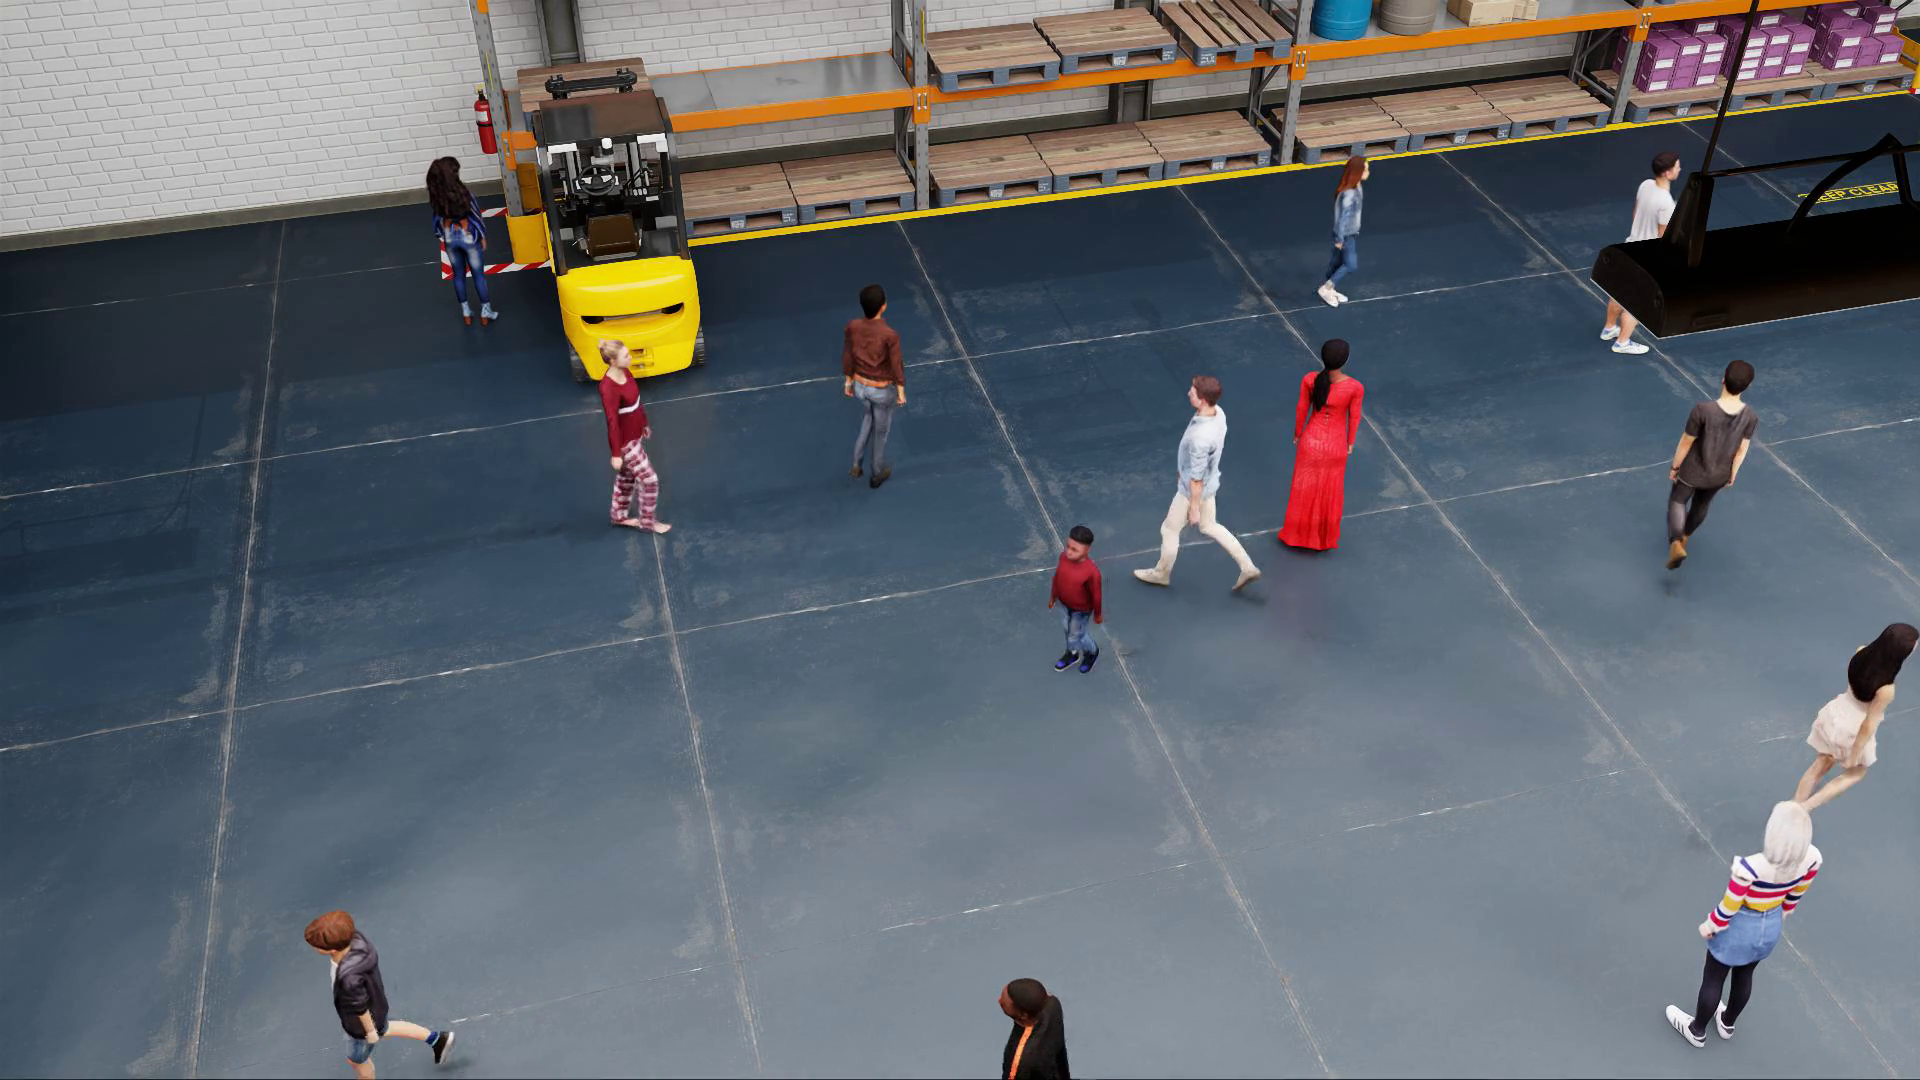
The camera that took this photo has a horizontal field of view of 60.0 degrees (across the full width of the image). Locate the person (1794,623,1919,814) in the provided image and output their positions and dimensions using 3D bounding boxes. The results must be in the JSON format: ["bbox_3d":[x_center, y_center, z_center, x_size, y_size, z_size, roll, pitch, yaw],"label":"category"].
[{"bbox_3d":[5.202,1.153,9.933,0.643,1.725,0.640,-4,39,-5],"label":"person"}]

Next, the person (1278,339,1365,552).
[{"bbox_3d":[2.654,-0.682,12.190,0.725,1.787,0.808,13,40,15],"label":"person"}]

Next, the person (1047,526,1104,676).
[{"bbox_3d":[0.843,0.381,11.284,0.635,1.245,0.598,-25,45,-28],"label":"person"}]

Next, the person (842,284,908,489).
[{"bbox_3d":[-0.701,-1.117,12.739,0.801,1.771,0.862,19,43,23],"label":"person"}]

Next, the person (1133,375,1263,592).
[{"bbox_3d":[1.766,-0.335,11.722,1.248,1.818,1.104,15,41,18],"label":"person"}]

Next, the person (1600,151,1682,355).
[{"bbox_3d":[5.916,-2.499,14.401,0.612,1.856,0.709,-5,39,-6],"label":"person"}]

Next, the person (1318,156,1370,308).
[{"bbox_3d":[3.426,-2.814,15.107,0.691,1.468,0.670,10,40,12],"label":"person"}]

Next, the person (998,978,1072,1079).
[{"bbox_3d":[0.423,2.729,7.937,1.266,1.755,1.130,16,41,19],"label":"person"}]

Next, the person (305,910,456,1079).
[{"bbox_3d":[-3.026,2.404,8.602,0.891,1.431,0.564,-12,40,-15],"label":"person"}]

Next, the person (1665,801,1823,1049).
[{"bbox_3d":[4.157,2.034,8.762,0.453,1.810,0.715,-8,39,-10],"label":"person"}]

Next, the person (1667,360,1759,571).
[{"bbox_3d":[5.408,-0.512,12.037,0.962,1.702,0.932,8,39,10],"label":"person"}]

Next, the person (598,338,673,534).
[{"bbox_3d":[-2.558,-0.763,12.368,0.820,1.681,0.765,2,39,3],"label":"person"}]

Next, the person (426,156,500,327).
[{"bbox_3d":[-4.430,-2.666,14.801,0.622,1.618,0.753,5,39,6],"label":"person"}]
